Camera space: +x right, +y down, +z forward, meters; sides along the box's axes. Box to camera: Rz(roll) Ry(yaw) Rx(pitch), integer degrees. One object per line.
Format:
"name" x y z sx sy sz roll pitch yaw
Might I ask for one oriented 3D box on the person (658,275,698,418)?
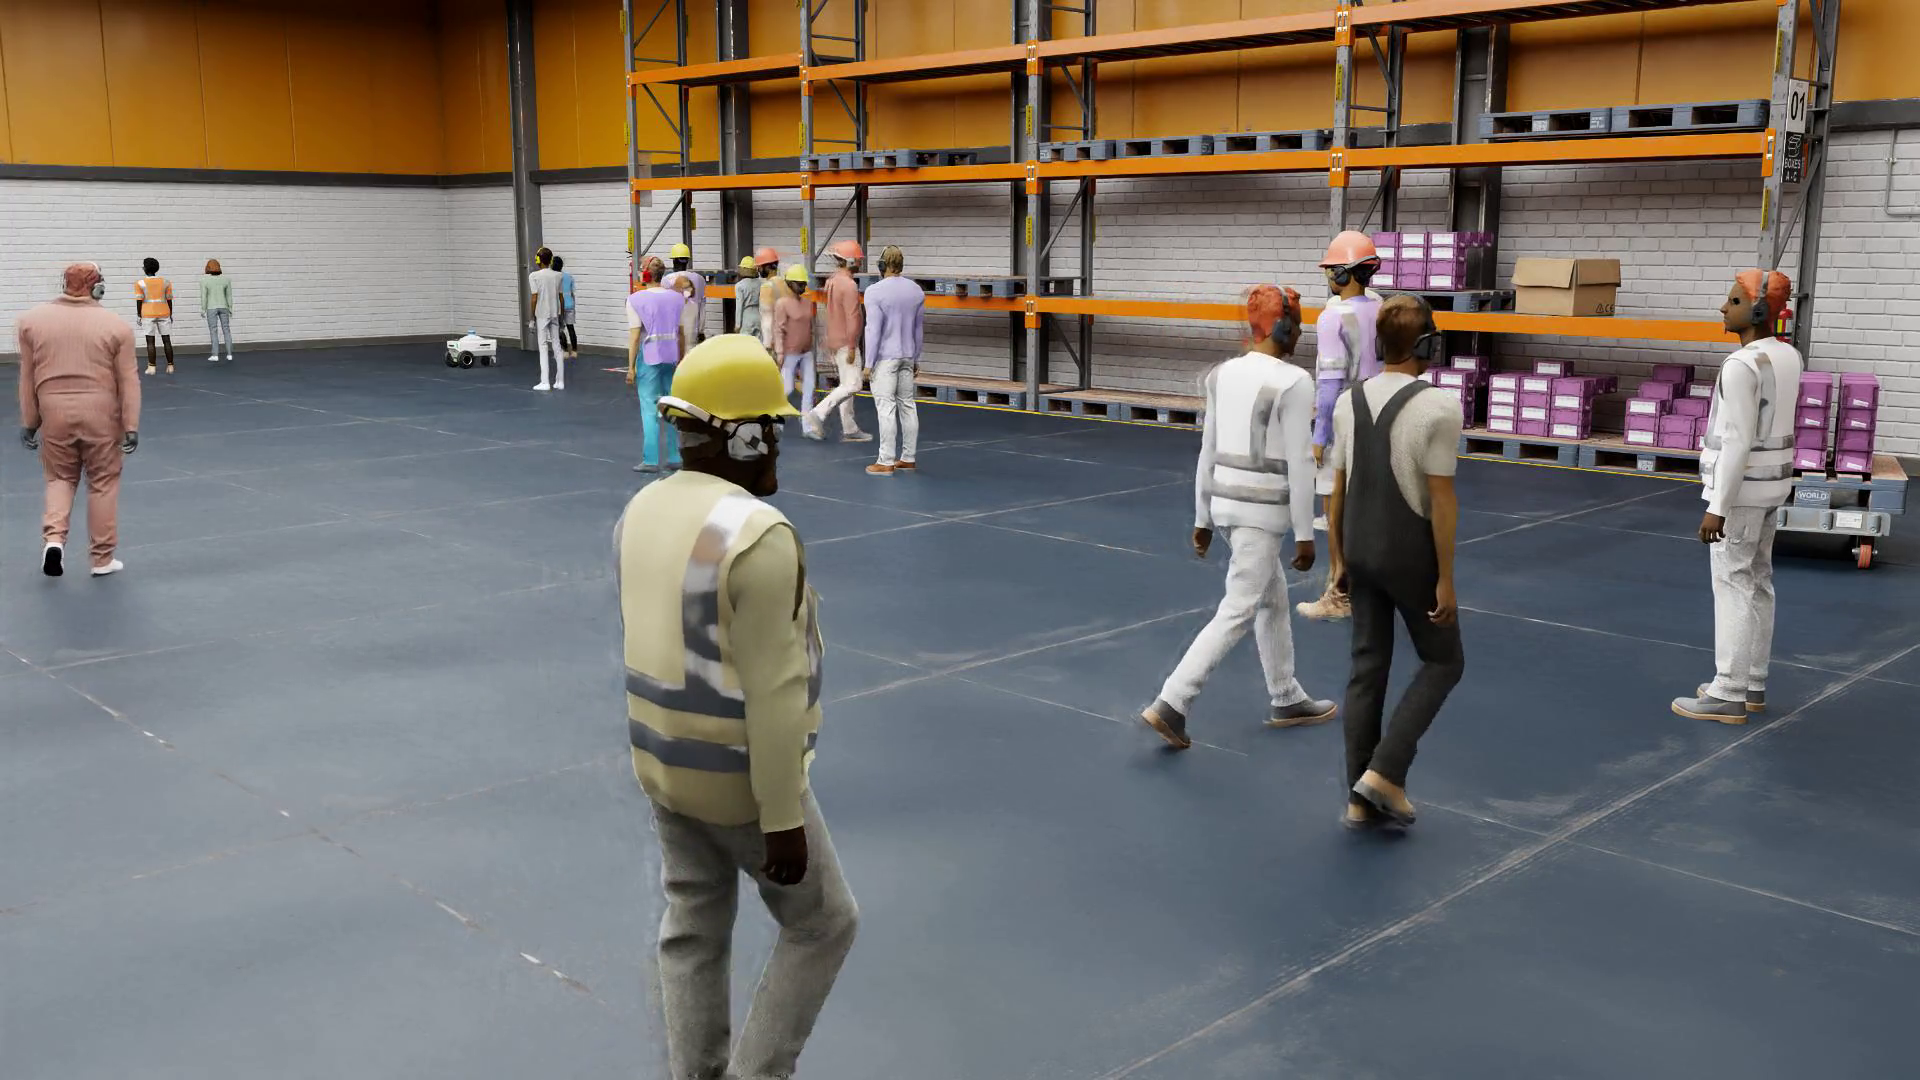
"person" -3.091 -2.079 18.075 0.735 1.597 0.512 9 14 41

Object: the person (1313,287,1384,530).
"person" 2.662 -1.056 11.425 0.381 1.993 0.622 10 15 44

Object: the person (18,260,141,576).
"person" -5.186 -0.699 9.810 0.671 1.878 0.555 -2 11 -10

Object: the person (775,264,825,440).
"person" -1.684 -1.867 16.559 0.699 1.739 0.532 8 13 38

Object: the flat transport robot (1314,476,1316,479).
"flat transport robot" 3.070 -0.706 14.224 1.431 0.197 0.652 -10 14 -44

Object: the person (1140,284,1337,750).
"person" 1.114 -0.090 6.608 0.980 1.847 0.577 -5 11 -25

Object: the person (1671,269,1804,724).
"person" 3.261 -0.177 6.934 0.347 1.884 0.584 10 15 44

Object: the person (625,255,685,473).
"person" -2.583 -1.491 14.191 0.380 1.849 0.570 10 15 44

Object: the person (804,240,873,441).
"person" -1.183 -1.916 16.163 0.648 1.980 0.625 -4 11 -22

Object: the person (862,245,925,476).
"person" -0.573 -1.513 14.069 0.362 1.939 0.635 10 15 44

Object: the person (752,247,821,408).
"person" -1.861 -2.115 17.458 0.749 1.906 0.557 4 11 20

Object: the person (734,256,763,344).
"person" -2.768 -2.855 21.915 0.282 1.746 0.493 10 15 44

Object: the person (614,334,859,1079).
"person" -0.475 0.477 3.545 0.457 1.817 0.625 -9 14 -40

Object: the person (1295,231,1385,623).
"person" 2.017 -0.587 8.739 0.372 2.042 0.615 10 15 44

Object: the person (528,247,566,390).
"person" -5.429 -2.900 21.844 0.318 1.862 0.531 10 15 44

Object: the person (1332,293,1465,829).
"person" 1.482 0.089 5.627 0.413 1.830 0.533 -8 13 -38

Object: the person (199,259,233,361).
"person" -12.028 -3.717 26.921 0.276 1.633 0.507 10 15 44

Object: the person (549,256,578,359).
"person" -6.508 -3.789 27.207 0.344 1.679 0.570 5 11 25

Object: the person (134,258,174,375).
"person" -11.744 -3.263 24.265 0.315 1.700 0.541 10 15 44

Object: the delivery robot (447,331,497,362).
"delivery robot" -7.481 -2.967 25.523 0.707 0.478 0.477 -10 15 -44

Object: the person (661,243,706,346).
"person" -3.188 -2.434 19.123 0.366 1.926 0.594 10 15 44
